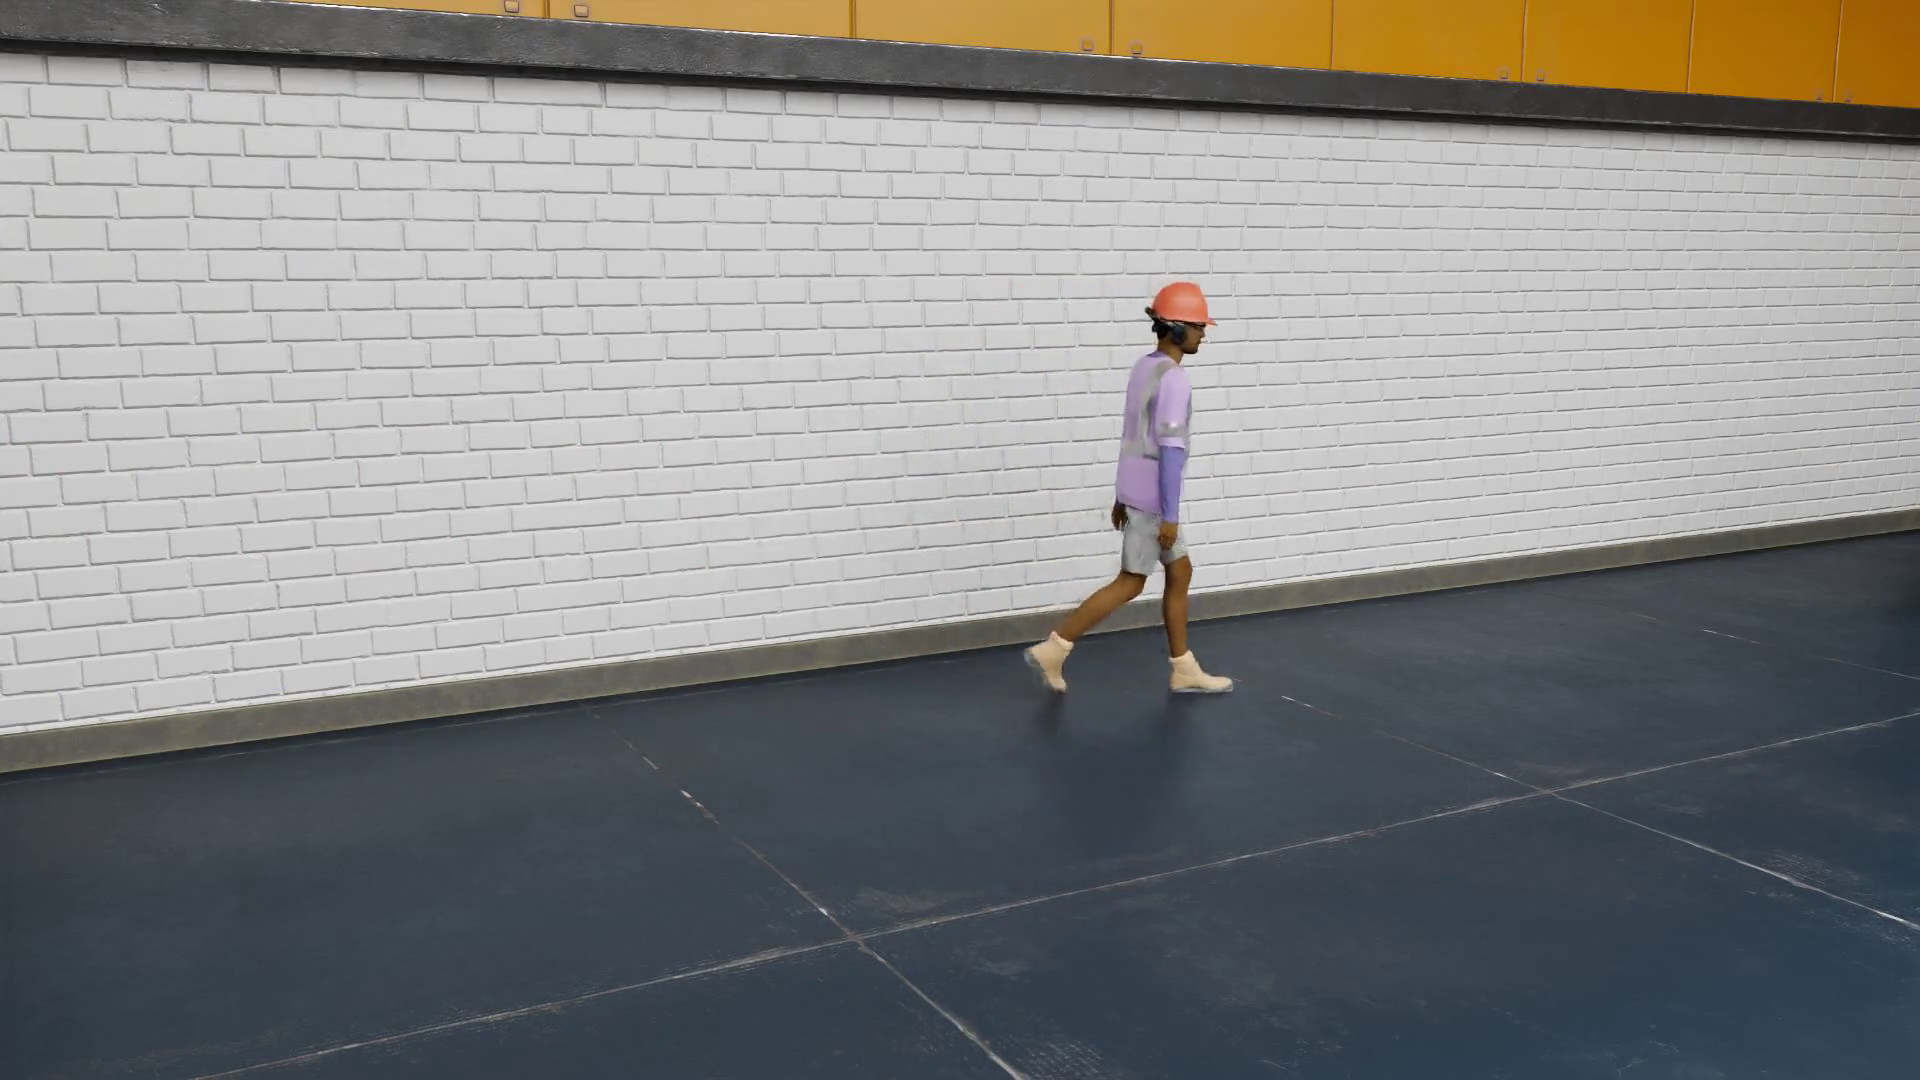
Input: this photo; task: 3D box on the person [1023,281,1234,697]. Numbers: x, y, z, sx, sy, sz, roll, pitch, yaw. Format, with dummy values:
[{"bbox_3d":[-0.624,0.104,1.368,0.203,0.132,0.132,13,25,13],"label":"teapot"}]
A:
[{"bbox_3d":[0.798,-0.213,7.839,0.992,2.004,0.631,-1,10,-6],"label":"person"}]
